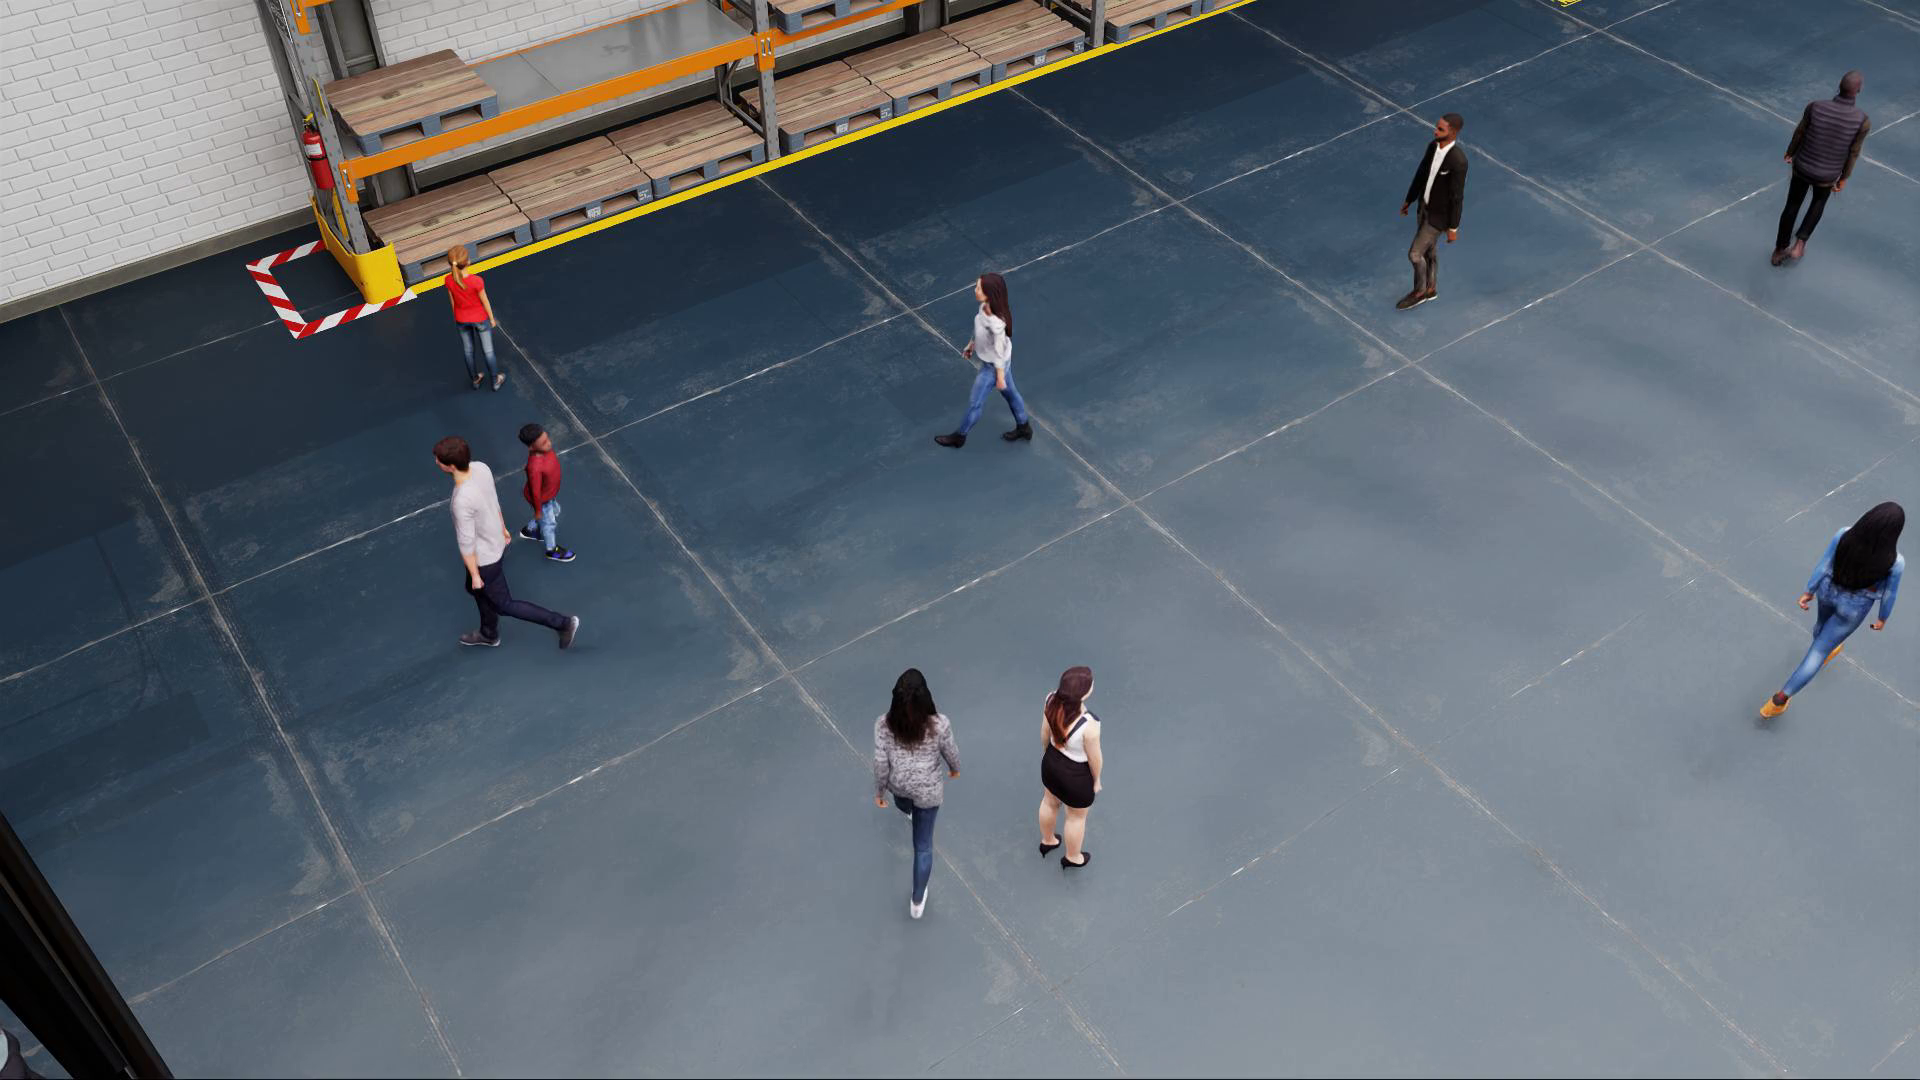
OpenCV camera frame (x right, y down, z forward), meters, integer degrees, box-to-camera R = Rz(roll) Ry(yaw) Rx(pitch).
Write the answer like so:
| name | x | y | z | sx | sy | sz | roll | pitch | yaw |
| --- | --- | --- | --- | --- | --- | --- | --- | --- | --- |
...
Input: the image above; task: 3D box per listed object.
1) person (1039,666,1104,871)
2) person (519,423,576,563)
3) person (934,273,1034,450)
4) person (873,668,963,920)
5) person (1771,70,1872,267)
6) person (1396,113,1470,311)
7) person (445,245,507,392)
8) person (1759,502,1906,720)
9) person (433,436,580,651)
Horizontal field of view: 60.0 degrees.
| name | x | y | z | sx | sy | sz | roll | pitch | yaw |
| --- | --- | --- | --- | --- | --- | --- | --- | --- | --- |
| person | 0.632 | 1.324 | 9.658 | 0.605 | 1.647 | 0.578 | 32 | 52 | 29 |
| person | -2.984 | -0.344 | 11.704 | 0.755 | 1.240 | 0.682 | -2 | 44 | -2 |
| person | 0.349 | -1.317 | 12.474 | 1.098 | 1.586 | 0.957 | 0 | 44 | 0 |
| person | -0.270 | 1.471 | 9.480 | 1.187 | 1.679 | 1.184 | 3 | 44 | 3 |
| person | 7.285 | -3.133 | 14.207 | 0.815 | 1.825 | 0.806 | 24 | 48 | 23 |
| person | 4.028 | -2.726 | 13.807 | 0.795 | 1.787 | 0.797 | -11 | 45 | -11 |
| person | -3.855 | -1.741 | 13.121 | 0.541 | 1.307 | 0.610 | 1 | 44 | 1 |
| person | 5.524 | 0.481 | 10.535 | 1.207 | 1.658 | 0.683 | -29 | 51 | -27 |
| person | -3.010 | 0.073 | 10.853 | 1.217 | 1.810 | 1.075 | -2 | 44 | -2 |
